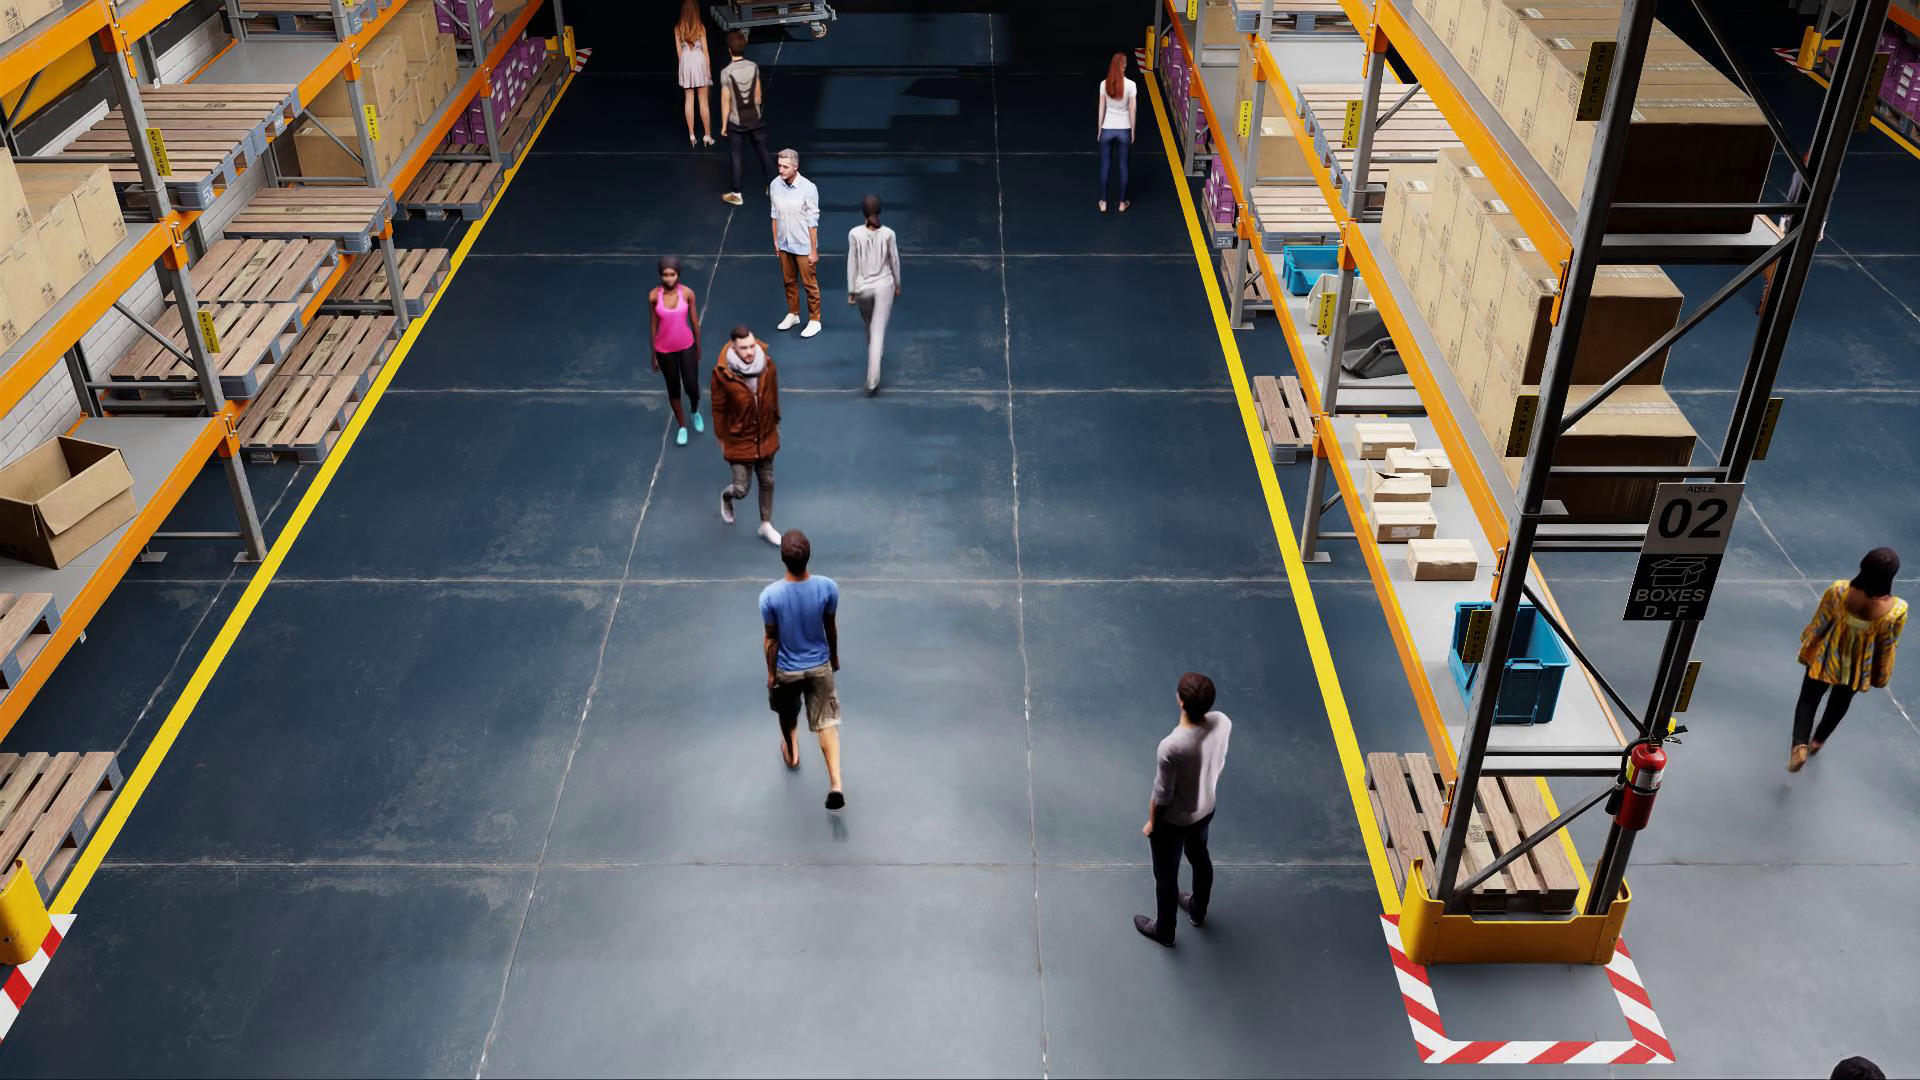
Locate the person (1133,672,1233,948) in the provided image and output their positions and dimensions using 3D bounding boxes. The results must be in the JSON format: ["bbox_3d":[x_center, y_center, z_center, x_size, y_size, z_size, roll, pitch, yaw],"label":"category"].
[{"bbox_3d":[1.241,1.476,9.161,0.734,1.843,0.758,-23,40,-30],"label":"person"}]

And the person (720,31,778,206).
[{"bbox_3d":[-2.392,-4.629,18.311,0.866,1.882,0.861,-19,38,-26],"label":"person"}]

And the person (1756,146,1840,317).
[{"bbox_3d":[8.073,-3.009,15.965,0.607,1.780,0.553,5,34,8],"label":"person"}]

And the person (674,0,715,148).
[{"bbox_3d":[-3.170,-5.571,19.830,0.584,1.769,0.600,3,34,5],"label":"person"}]

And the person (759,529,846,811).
[{"bbox_3d":[-0.938,0.821,10.154,0.829,1.834,1.198,-8,34,-12],"label":"person"}]

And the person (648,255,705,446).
[{"bbox_3d":[-2.382,-1.628,13.946,0.584,1.715,0.641,-3,34,-4],"label":"person"}]

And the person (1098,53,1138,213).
[{"bbox_3d":[1.701,-4.447,18.166,0.591,1.738,0.563,5,34,8],"label":"person"}]

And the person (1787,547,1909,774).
[{"bbox_3d":[5.493,0.789,10.382,0.952,1.636,1.055,19,38,26],"label":"person"}]

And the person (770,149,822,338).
[{"bbox_3d":[-1.527,-2.808,15.623,0.758,1.824,0.742,16,37,22],"label":"person"}]

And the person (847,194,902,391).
[{"bbox_3d":[-0.767,-2.155,14.737,0.657,1.717,1.125,2,34,4],"label":"person"}]

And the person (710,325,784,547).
[{"bbox_3d":[-1.630,-0.813,12.622,0.938,1.823,1.016,-22,39,-29],"label":"person"}]
